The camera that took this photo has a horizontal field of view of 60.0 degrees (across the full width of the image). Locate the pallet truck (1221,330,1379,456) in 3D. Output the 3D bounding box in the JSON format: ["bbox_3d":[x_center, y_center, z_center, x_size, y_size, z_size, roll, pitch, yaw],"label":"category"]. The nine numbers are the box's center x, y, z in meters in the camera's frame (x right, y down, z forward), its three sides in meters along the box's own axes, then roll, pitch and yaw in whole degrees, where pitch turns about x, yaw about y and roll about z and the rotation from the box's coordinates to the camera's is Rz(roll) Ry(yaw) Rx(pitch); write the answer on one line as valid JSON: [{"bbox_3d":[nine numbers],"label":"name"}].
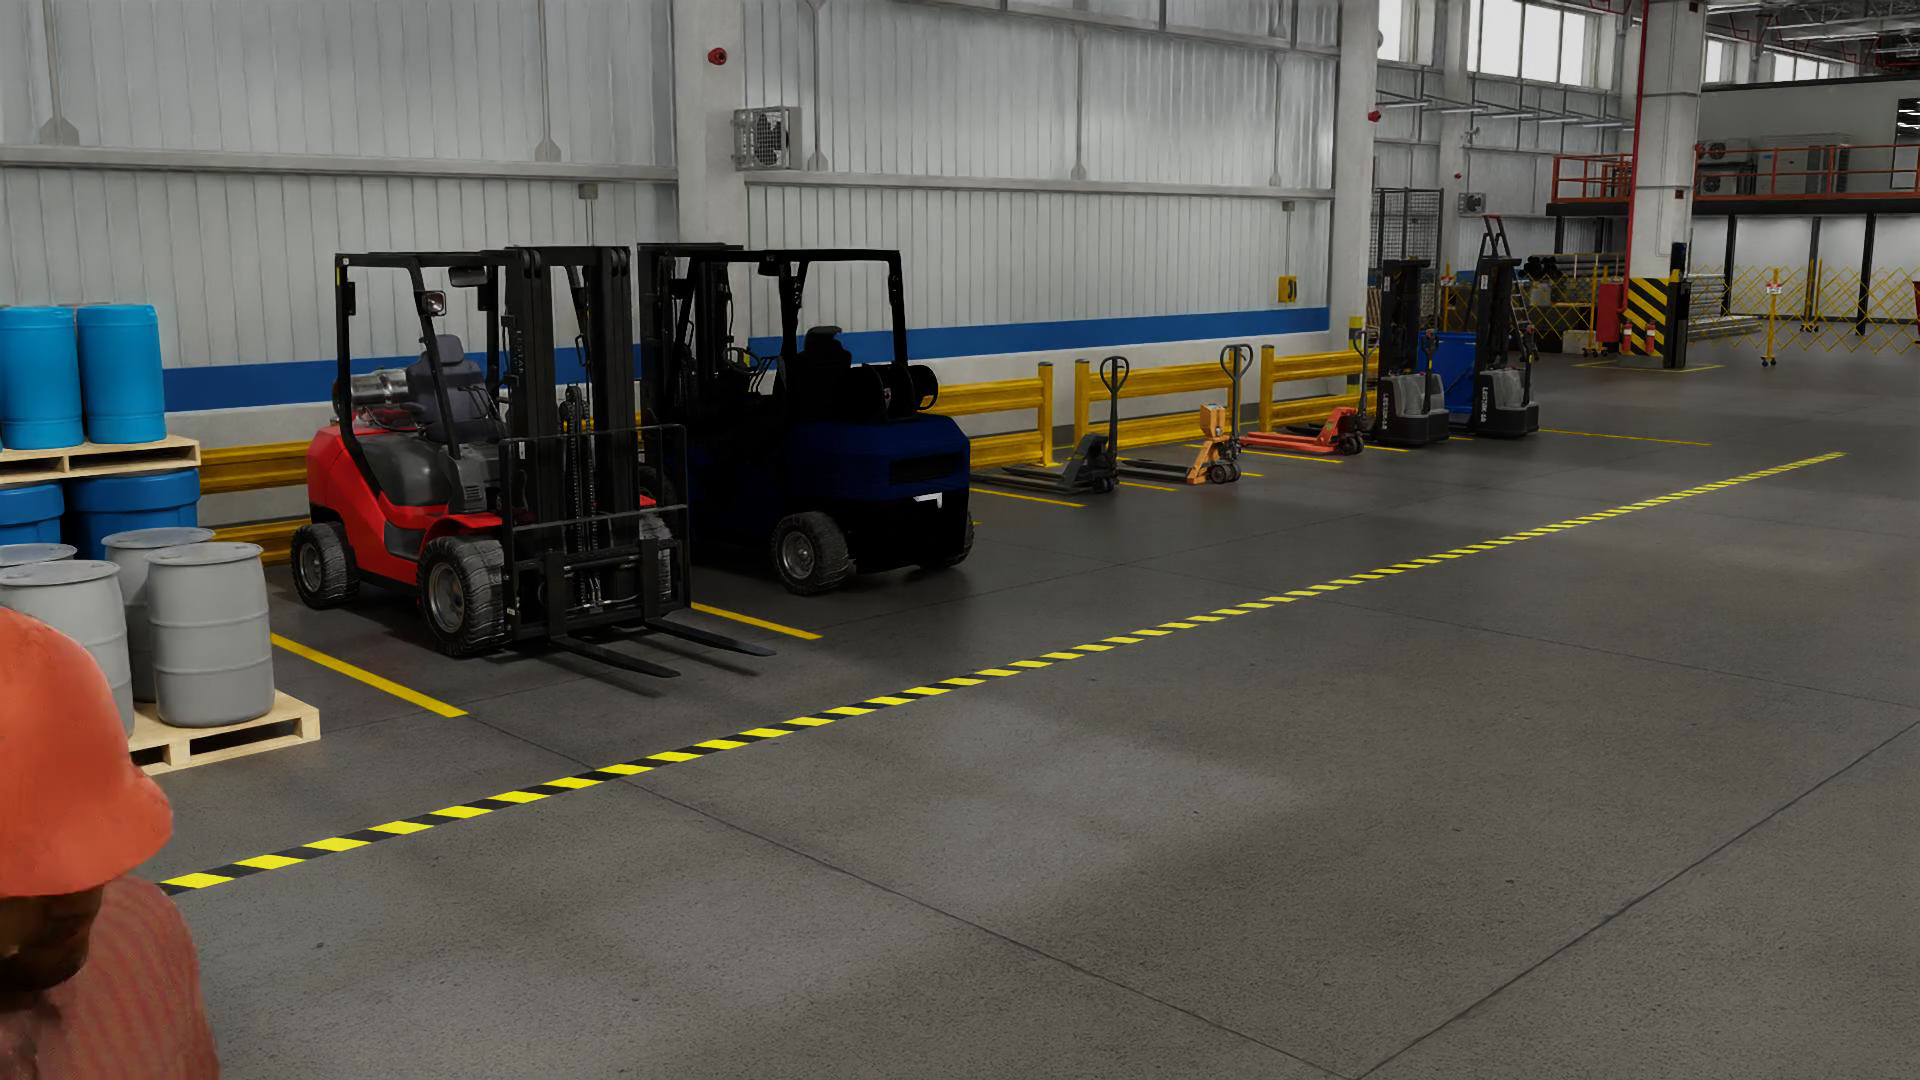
[{"bbox_3d":[3.563,-1.581,17.381,0.653,1.274,1.630,-10,14,-44],"label":"pallet truck"}]

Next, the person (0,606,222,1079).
[{"bbox_3d":[-0.959,0.990,1.575,0.751,1.960,0.641,1,10,6],"label":"person"}]

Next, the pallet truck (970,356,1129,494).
[{"bbox_3d":[0.784,-1.085,14.876,0.680,1.201,1.601,-10,14,-44],"label":"pallet truck"}]

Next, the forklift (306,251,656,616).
[{"bbox_3d":[-2.833,-0.669,9.694,1.157,1.987,2.680,-10,14,-44],"label":"forklift"}]

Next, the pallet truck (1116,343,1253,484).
[{"bbox_3d":[1.962,-1.215,15.415,1.522,1.261,0.704,10,14,43],"label":"pallet truck"}]

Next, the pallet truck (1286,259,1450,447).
[{"bbox_3d":[4.493,-2.078,18.196,0.823,1.965,1.885,-9,14,-40],"label":"pallet truck"}]

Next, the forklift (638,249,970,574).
[{"bbox_3d":[-1.173,-0.958,11.239,2.680,1.987,1.157,10,14,43],"label":"forklift"}]

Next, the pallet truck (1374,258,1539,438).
[{"bbox_3d":[5.704,-2.208,18.901,1.885,1.965,0.823,10,14,43],"label":"pallet truck"}]
